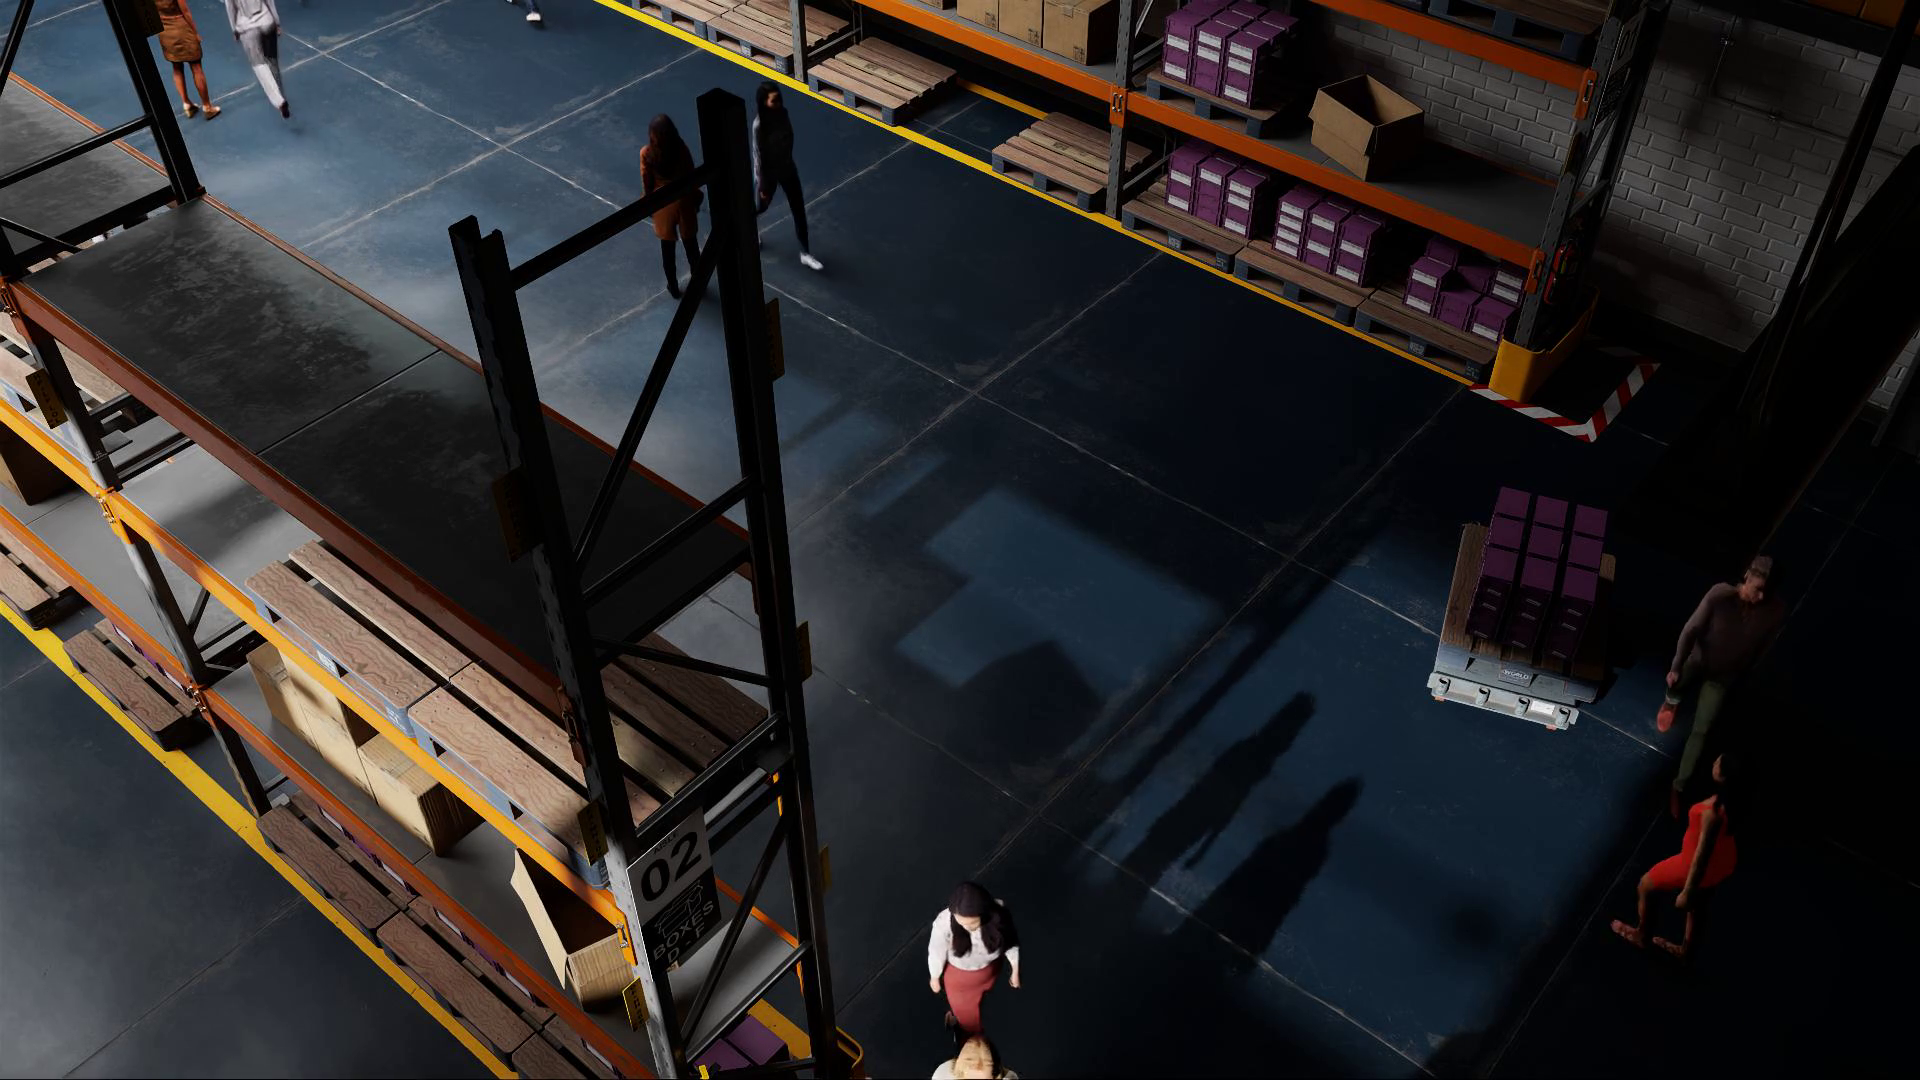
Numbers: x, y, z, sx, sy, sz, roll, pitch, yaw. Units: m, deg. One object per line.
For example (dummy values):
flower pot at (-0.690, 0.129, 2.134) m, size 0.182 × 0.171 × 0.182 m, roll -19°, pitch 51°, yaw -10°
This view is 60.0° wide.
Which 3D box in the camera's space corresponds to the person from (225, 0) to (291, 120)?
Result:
person at (-6.821, -4.947, 16.189) m, size 0.784 × 1.750 × 1.048 m, roll -25°, pitch 49°, yaw -24°

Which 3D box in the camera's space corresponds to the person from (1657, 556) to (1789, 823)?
person at (4.614, 0.703, 10.210) m, size 1.328 × 1.818 × 1.010 m, roll 17°, pitch 46°, yaw 17°

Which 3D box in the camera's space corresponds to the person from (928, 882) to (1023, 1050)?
person at (0.032, 2.219, 8.694) m, size 0.882 × 1.712 × 1.067 m, roll -18°, pitch 47°, yaw -18°

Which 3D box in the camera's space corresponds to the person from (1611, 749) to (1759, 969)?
person at (4.127, 1.836, 9.107) m, size 0.719 × 1.697 × 0.748 m, roll -30°, pitch 51°, yaw -27°

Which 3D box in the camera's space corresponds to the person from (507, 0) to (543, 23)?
person at (-4.775, -6.336, 17.697) m, size 1.164 × 1.681 × 0.597 m, roll 33°, pitch 53°, yaw 30°

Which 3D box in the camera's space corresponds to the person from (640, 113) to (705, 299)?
person at (-2.407, -2.806, 13.960) m, size 0.770 × 1.724 × 0.809 m, roll -7°, pitch 44°, yaw -7°

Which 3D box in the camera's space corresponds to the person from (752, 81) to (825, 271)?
person at (-1.659, -3.182, 14.380) m, size 1.163 × 1.690 × 0.634 m, roll 31°, pitch 52°, yaw 28°

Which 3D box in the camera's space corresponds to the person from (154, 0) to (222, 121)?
person at (-7.628, -4.925, 16.215) m, size 0.595 × 1.683 × 0.698 m, roll 7°, pitch 44°, yaw 8°

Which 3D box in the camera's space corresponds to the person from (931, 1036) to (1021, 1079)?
person at (0.076, 2.809, 8.000) m, size 1.127 × 1.816 × 1.125 m, roll 1°, pitch 44°, yaw 1°
